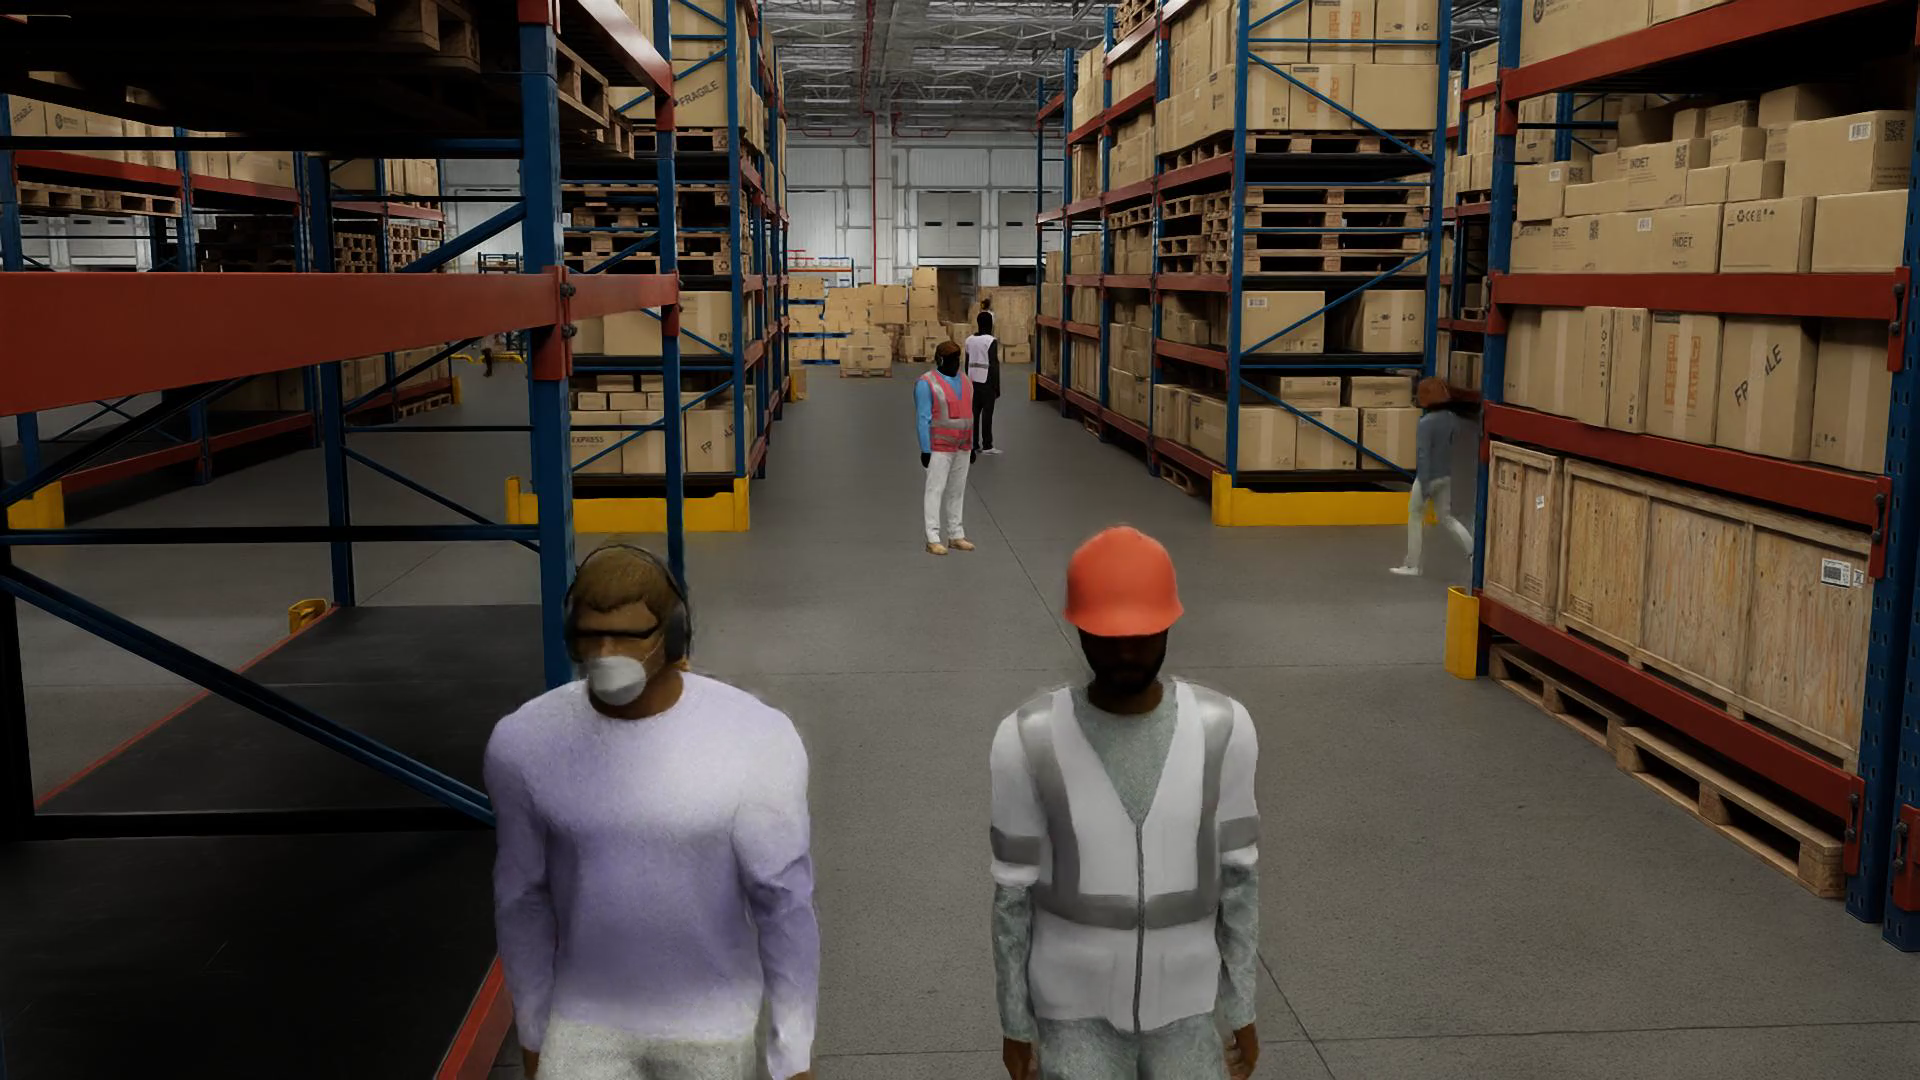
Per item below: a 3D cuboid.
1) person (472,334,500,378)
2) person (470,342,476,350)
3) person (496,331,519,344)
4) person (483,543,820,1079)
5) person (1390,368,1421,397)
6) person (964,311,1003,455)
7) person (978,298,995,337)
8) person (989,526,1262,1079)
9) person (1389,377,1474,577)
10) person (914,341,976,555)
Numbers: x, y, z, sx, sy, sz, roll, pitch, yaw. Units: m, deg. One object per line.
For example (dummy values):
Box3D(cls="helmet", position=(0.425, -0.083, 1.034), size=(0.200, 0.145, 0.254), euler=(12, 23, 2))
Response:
Box3D(cls="person", position=(-11.154, -4.761, 38.937), size=(0.653, 1.944, 0.636), euler=(4, 10, 25))
Box3D(cls="person", position=(-15.860, -7.101, 53.868), size=(0.611, 1.869, 0.987), euler=(-1, 9, -4))
Box3D(cls="person", position=(-15.816, -7.742, 58.101), size=(0.757, 1.820, 0.632), euler=(0, 9, 0))
Box3D(cls="person", position=(-0.585, 0.966, 3.107), size=(0.650, 1.902, 0.904), euler=(0, 9, -2))
Box3D(cls="person", position=(7.238, -2.690, 26.932), size=(0.526, 1.622, 0.587), euler=(-2, 9, -10))
Box3D(cls="person", position=(0.305, -2.100, 22.326), size=(0.379, 1.918, 0.596), euler=(-8, 12, -43))
Box3D(cls="person", position=(0.580, -4.865, 39.861), size=(0.570, 1.867, 0.415), euler=(-7, 11, -36))
Box3D(cls="person", position=(0.330, 0.902, 3.447), size=(0.553, 1.924, 0.589), euler=(-1, 9, -5))
Box3D(cls="person", position=(3.789, -0.484, 13.132), size=(0.499, 1.610, 0.714), euler=(-8, 12, -40))
Box3D(cls="person", position=(-0.098, -0.799, 14.397), size=(0.633, 1.842, 0.429), euler=(-8, 12, -43))
